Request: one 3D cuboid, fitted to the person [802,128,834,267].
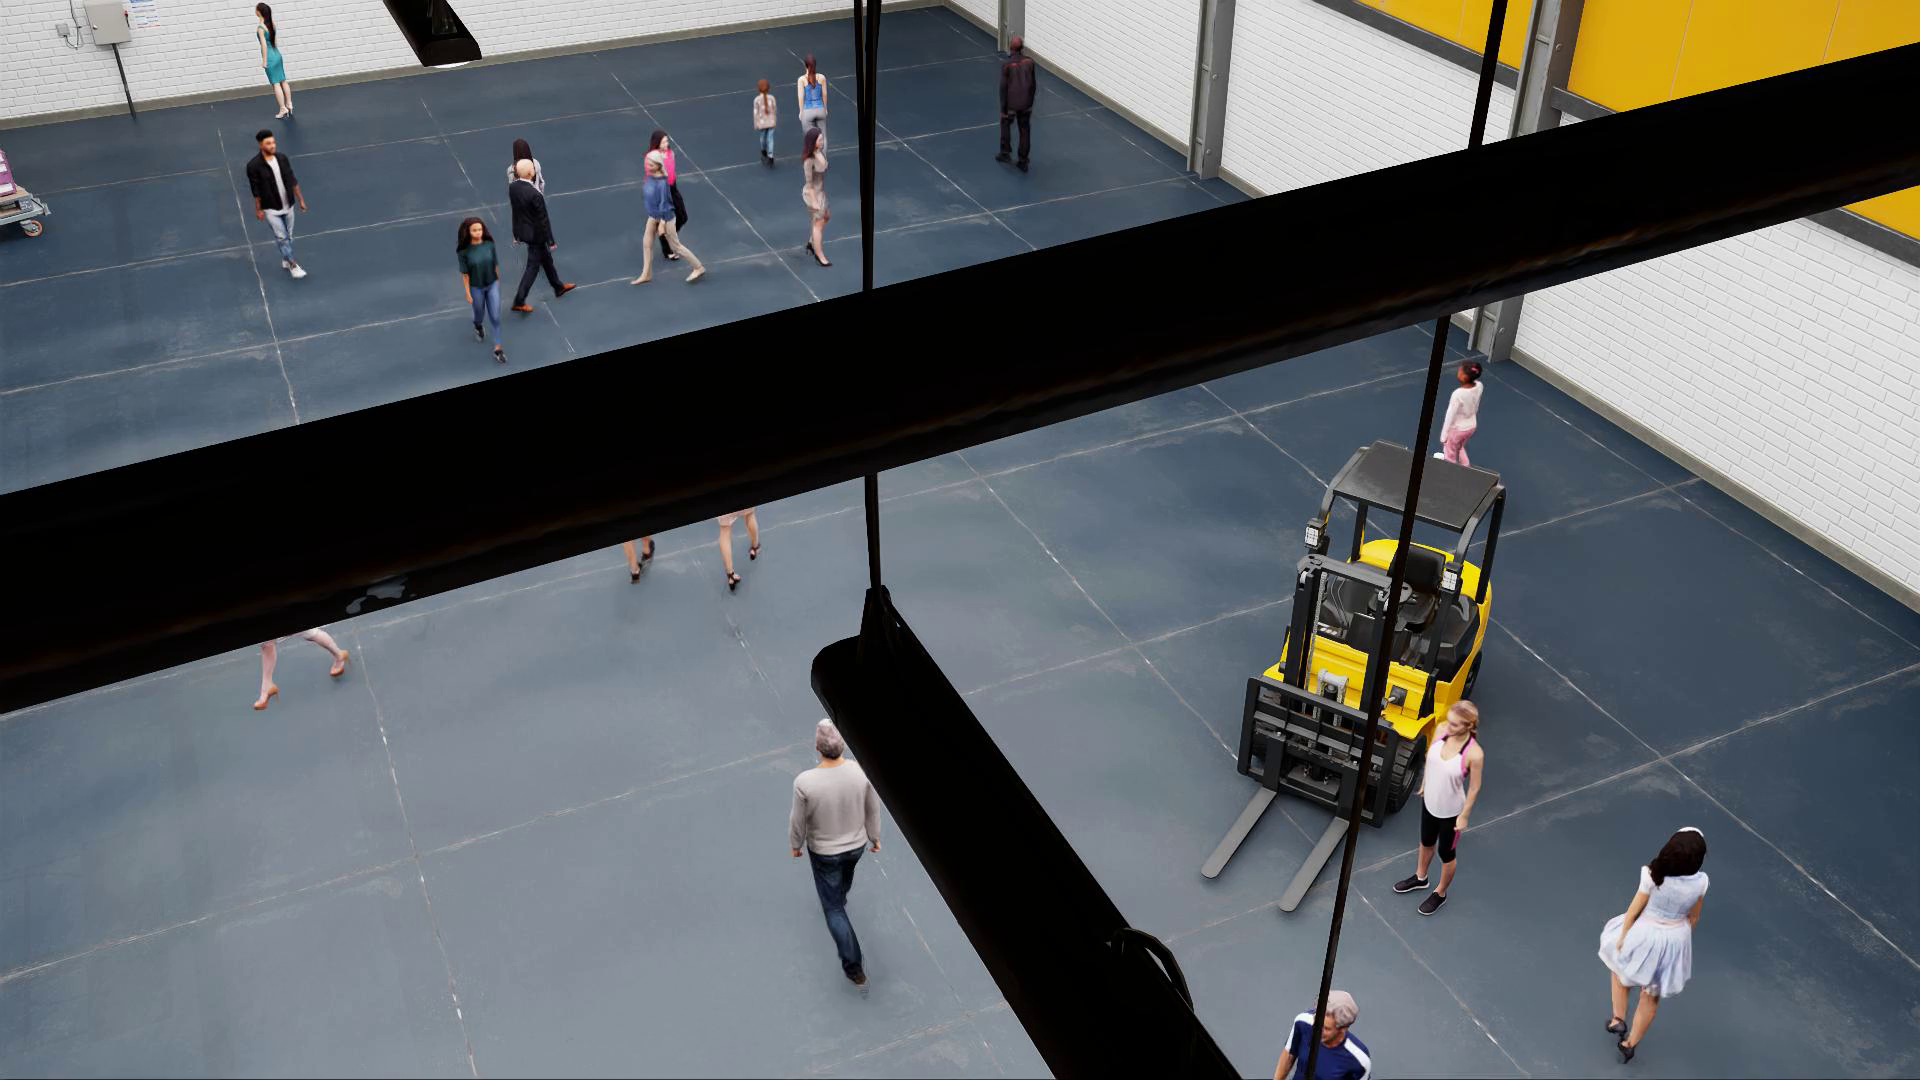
[{"bbox_3d":[-1.797,-4.156,20.122,0.810,1.740,0.715,5,34,7],"label":"person"}]

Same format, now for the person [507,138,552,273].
[{"bbox_3d":[-5.176,-4.046,20.053,0.661,1.633,0.619,-28,43,-35],"label":"person"}]

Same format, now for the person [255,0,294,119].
[{"bbox_3d":[-10.170,-7.107,24.609,0.679,1.687,0.591,6,34,9],"label":"person"}]

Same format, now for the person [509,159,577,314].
[{"bbox_3d":[-4.942,-3.450,19.027,1.251,1.775,1.098,24,41,32],"label":"person"}]

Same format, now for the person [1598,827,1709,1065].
[{"bbox_3d":[4.198,2.515,10.030,0.880,1.802,0.956,5,34,8],"label":"person"}]

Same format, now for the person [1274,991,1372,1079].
[{"bbox_3d":[2.038,3.088,9.184,0.931,1.783,1.182,-25,41,-33],"label":"person"}]

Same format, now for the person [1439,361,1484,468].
[{"bbox_3d":[4.788,-1.045,15.716,0.612,1.436,0.710,-20,39,-27],"label":"person"}]

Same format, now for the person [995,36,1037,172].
[{"bbox_3d":[0.825,-5.935,22.737,0.797,1.807,0.920,-8,34,-11],"label":"person"}]

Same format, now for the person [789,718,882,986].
[{"bbox_3d":[-0.771,2.025,10.702,0.762,1.874,1.233,-13,36,-19],"label":"person"}]

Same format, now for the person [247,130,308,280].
[{"bbox_3d":[-8.231,-4.065,19.935,1.067,1.795,0.951,23,40,31],"label":"person"}]

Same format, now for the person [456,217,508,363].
[{"bbox_3d":[-5.232,-2.777,18.173,0.645,1.600,0.983,-19,38,-26],"label":"person"}]

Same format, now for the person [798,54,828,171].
[{"bbox_3d":[-2.010,-5.854,22.795,0.569,1.609,0.545,-12,35,-17],"label":"person"}]

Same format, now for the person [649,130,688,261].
[{"bbox_3d":[-3.653,-4.209,20.286,0.800,1.647,0.735,20,39,28],"label":"person"}]

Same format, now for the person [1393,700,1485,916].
[{"bbox_3d":[3.267,1.767,11.169,0.664,1.787,0.450,-16,37,-22],"label":"person"}]

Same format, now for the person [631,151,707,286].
[{"bbox_3d":[-3.432,-3.770,19.625,0.731,1.647,1.041,-15,37,-22],"label":"person"}]

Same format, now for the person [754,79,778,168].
[{"bbox_3d":[-2.674,-5.759,23.053,0.616,1.164,0.849,-5,34,-8],"label":"person"}]
